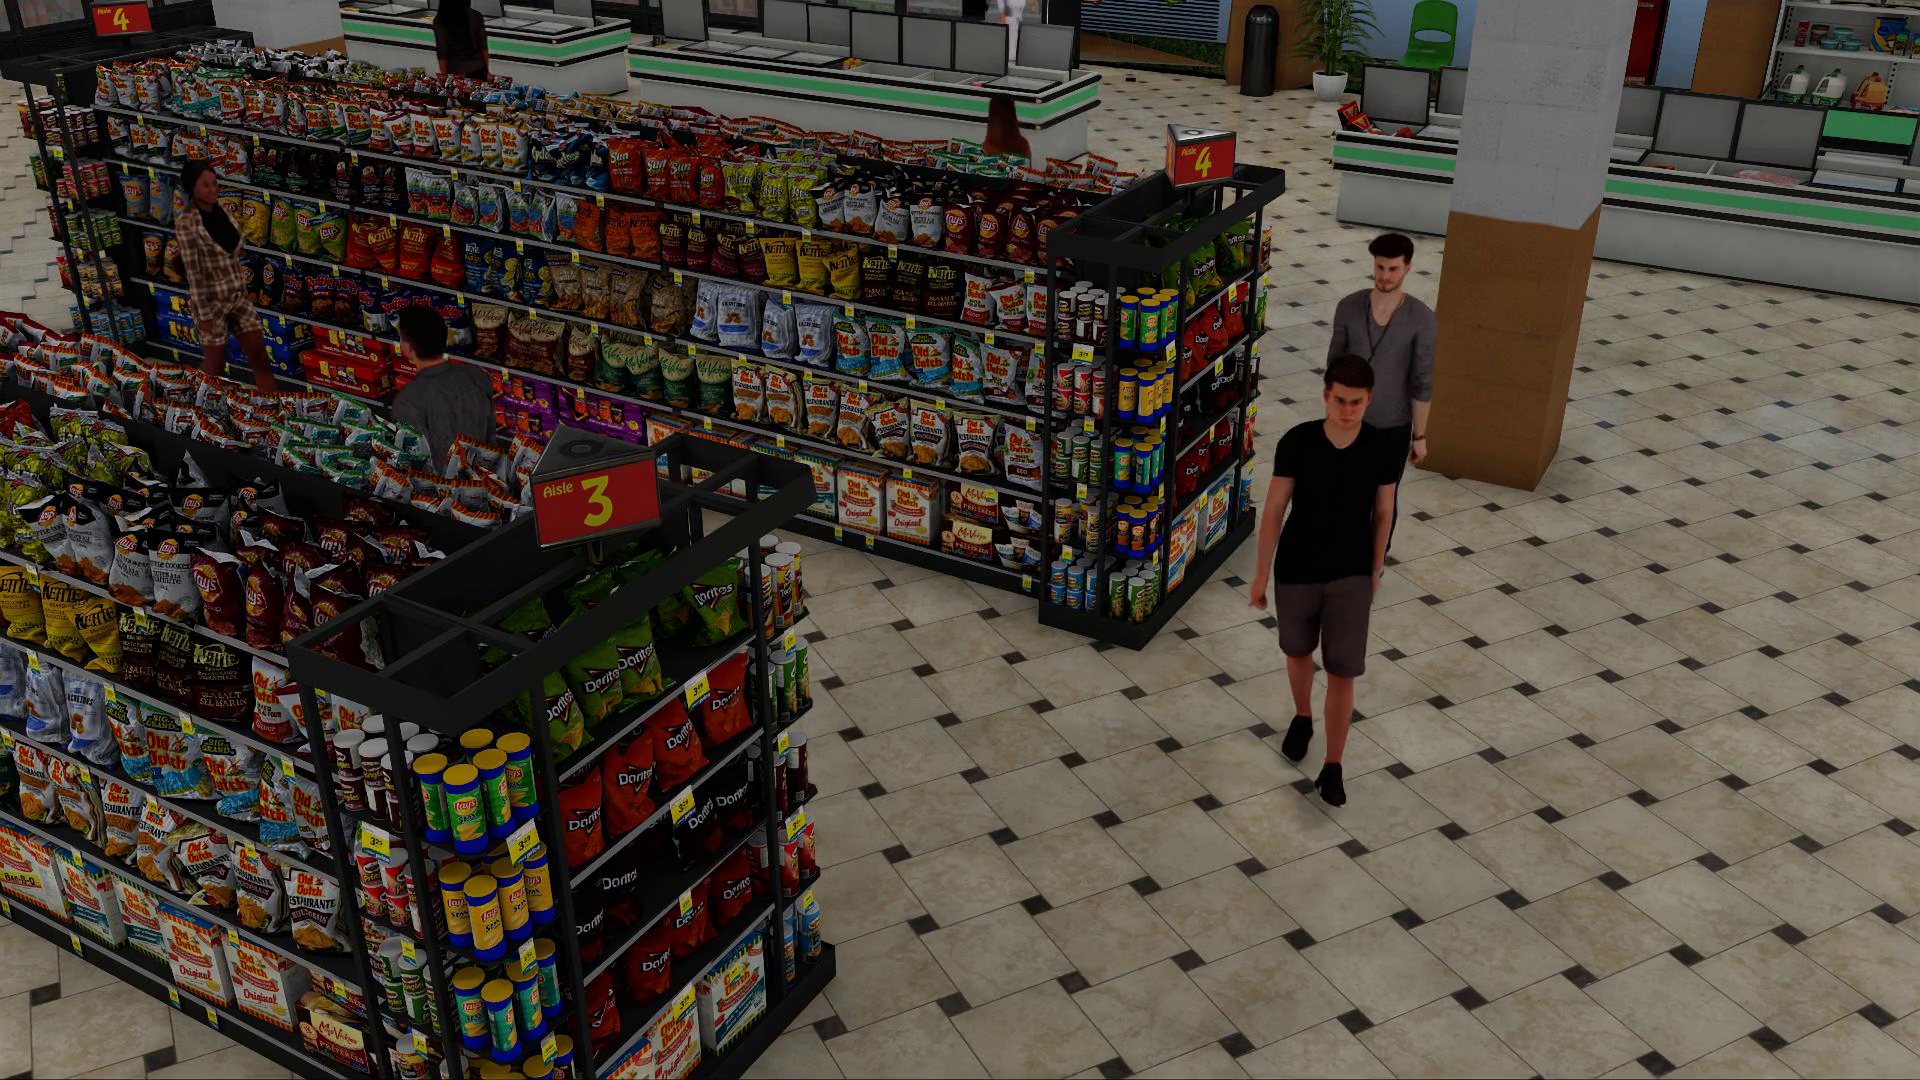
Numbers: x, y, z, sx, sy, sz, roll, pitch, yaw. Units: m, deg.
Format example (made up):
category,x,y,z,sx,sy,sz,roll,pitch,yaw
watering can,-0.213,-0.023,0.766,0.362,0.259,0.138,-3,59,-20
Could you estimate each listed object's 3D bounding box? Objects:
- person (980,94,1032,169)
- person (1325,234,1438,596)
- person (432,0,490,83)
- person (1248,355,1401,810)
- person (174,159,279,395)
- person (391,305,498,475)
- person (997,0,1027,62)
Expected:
category,x,y,z,sx,sy,sz,roll,pitch,yaw
person,0.327,-2.172,11.479,0.846,1.690,1.153,-22,34,-37
person,2.060,-0.615,8.183,0.636,1.894,0.775,13,30,24
person,-4.605,-4.305,15.516,0.741,1.841,0.754,-16,31,-28
person,1.495,0.092,6.848,0.994,1.839,0.894,7,28,13
person,-4.398,-1.342,9.774,1.077,1.751,0.617,14,30,25
person,-2.114,-0.091,7.217,1.236,1.832,0.783,18,32,32
person,0.515,-5.369,17.717,0.511,1.749,0.567,16,31,29
